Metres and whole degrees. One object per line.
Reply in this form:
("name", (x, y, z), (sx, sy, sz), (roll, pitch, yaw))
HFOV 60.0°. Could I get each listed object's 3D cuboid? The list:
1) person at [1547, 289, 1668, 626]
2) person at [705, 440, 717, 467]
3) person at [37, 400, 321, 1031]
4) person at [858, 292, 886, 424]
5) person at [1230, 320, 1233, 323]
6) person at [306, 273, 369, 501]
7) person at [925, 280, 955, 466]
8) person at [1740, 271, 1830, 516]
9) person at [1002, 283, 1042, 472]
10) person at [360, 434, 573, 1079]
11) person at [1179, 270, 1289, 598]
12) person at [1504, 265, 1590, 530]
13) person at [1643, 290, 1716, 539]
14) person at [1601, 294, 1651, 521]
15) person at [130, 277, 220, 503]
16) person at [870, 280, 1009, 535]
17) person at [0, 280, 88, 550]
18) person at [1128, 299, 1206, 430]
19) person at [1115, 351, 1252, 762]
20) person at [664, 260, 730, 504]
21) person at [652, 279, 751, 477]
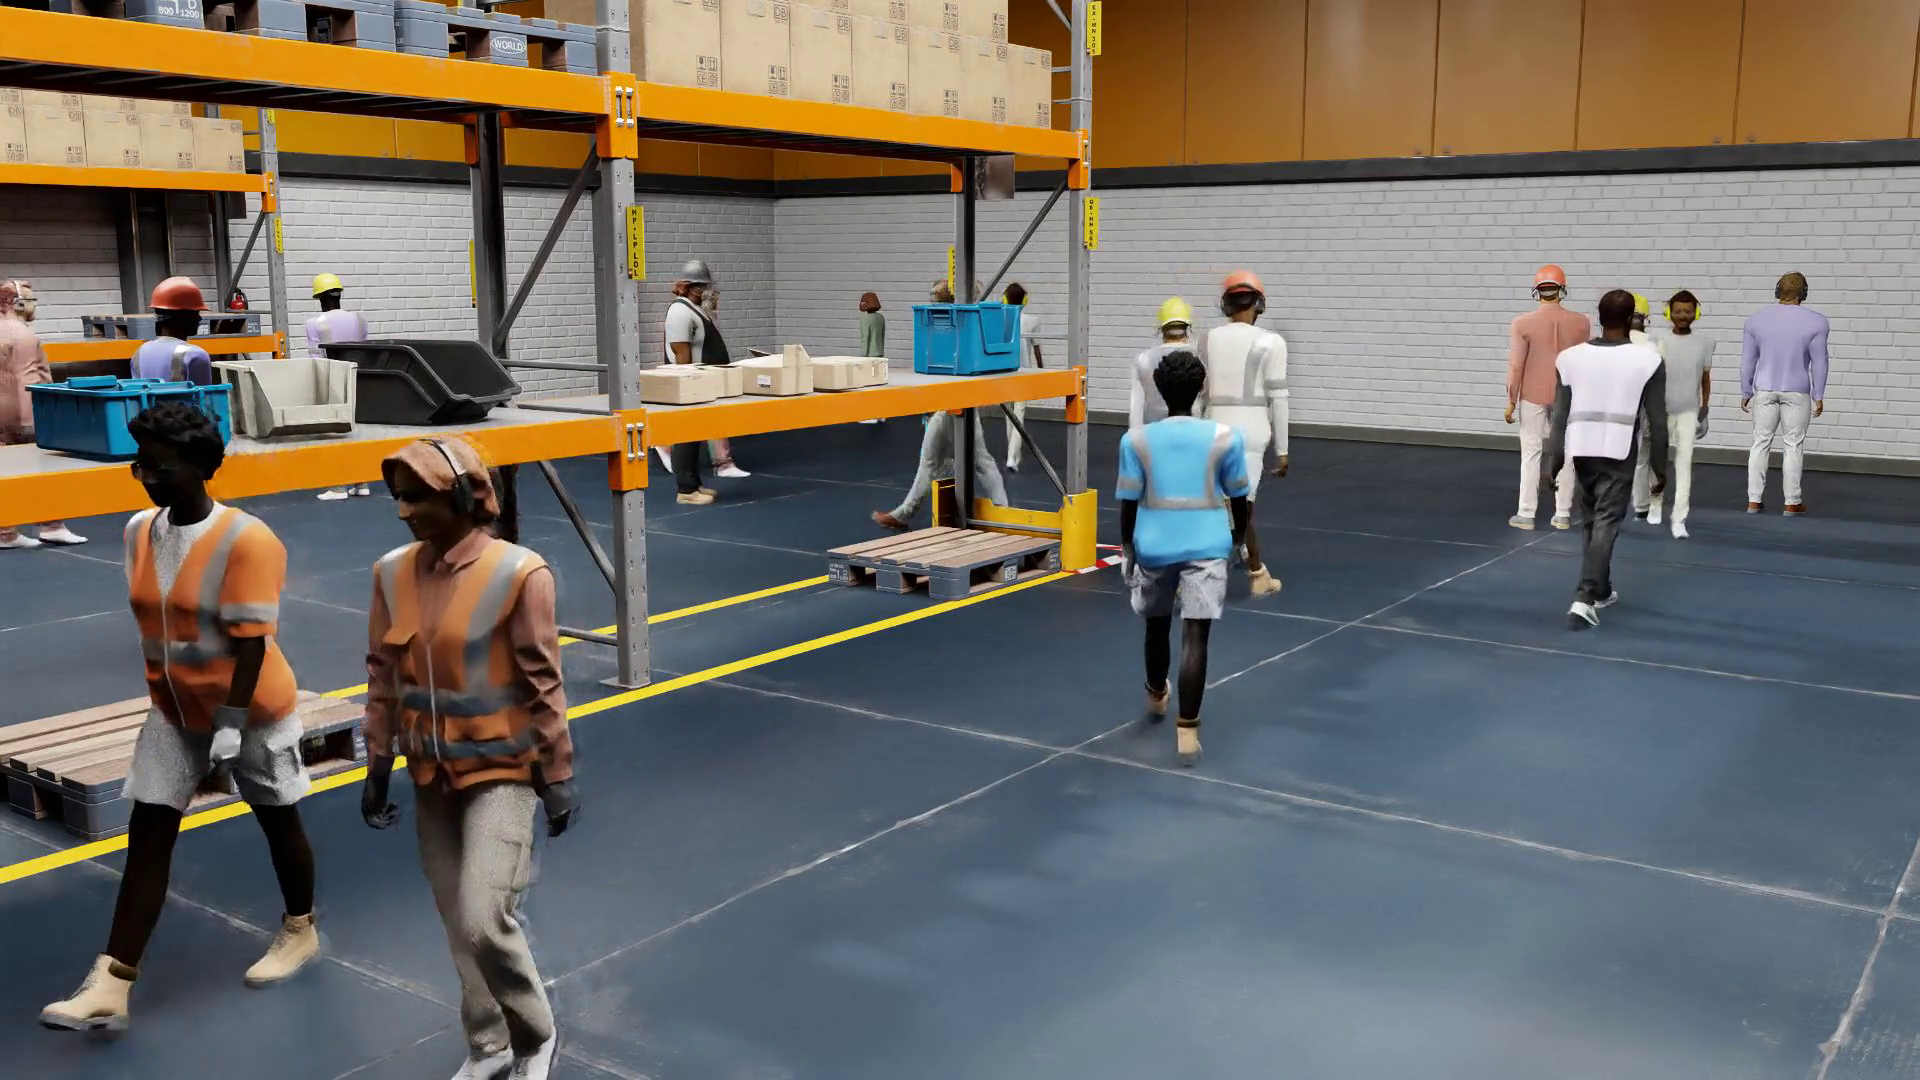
("person", (3.638, -0.473, 9.371), (0.611, 1.876, 1.004), (7, 12, 37))
("person", (-2.588, -1.568, 16.215), (0.522, 1.761, 0.327), (-8, 12, -40))
("person", (-2.032, 0.470, 4.359), (0.537, 1.650, 0.853), (3, 10, 18))
("person", (-1.102, -2.266, 20.744), (0.286, 1.634, 0.500), (5, 11, 30))
("person", (3.165, -1.922, 18.720), (0.280, 1.629, 0.511), (7, 12, 37))
("person", (-5.268, -1.289, 14.078), (0.376, 1.918, 0.584), (6, 11, 30))
("person", (-0.214, -1.650, 16.467), (0.390, 1.838, 0.563), (-2, 10, -14))
("person", (6.552, -1.160, 13.248), (0.636, 1.938, 0.355), (8, 12, 39))
("person", (0.539, -1.566, 16.106), (0.521, 1.821, 1.001), (2, 10, 11))
("person", (-1.156, 0.565, 3.918), (0.528, 1.623, 0.398), (5, 11, 26))
("person", (1.584, -0.579, 9.716), (0.628, 1.978, 1.020), (9, 13, 43))
("person", (4.414, -1.066, 12.541), (0.612, 1.990, 0.392), (0, 10, 0))
("person", (5.352, -0.965, 12.481), (0.519, 1.818, 0.998), (3, 10, 19))
("person", (5.073, -0.978, 12.678), (0.596, 1.777, 0.947), (7, 12, 36))
("person", (-4.173, -0.444, 8.991), (0.553, 1.935, 0.362), (5, 11, 26))
("person", (-0.093, -0.943, 12.143), (1.068, 1.876, 0.645), (2, 10, 9))
("person", (-6.514, -0.872, 11.694), (0.690, 1.883, 0.684), (8, 12, 38))
("person", (1.389, -0.640, 10.667), (0.613, 1.787, 0.920), (2, 10, 12))
("person", (0.934, 0.039, 6.956), (0.548, 1.646, 0.887), (2, 10, 13))
("person", (-2.195, -1.328, 13.946), (0.536, 2.000, 0.688), (0, 10, -2))
("person", (-2.443, -1.512, 15.574), (0.850, 1.872, 0.636), (-1, 10, -8))
